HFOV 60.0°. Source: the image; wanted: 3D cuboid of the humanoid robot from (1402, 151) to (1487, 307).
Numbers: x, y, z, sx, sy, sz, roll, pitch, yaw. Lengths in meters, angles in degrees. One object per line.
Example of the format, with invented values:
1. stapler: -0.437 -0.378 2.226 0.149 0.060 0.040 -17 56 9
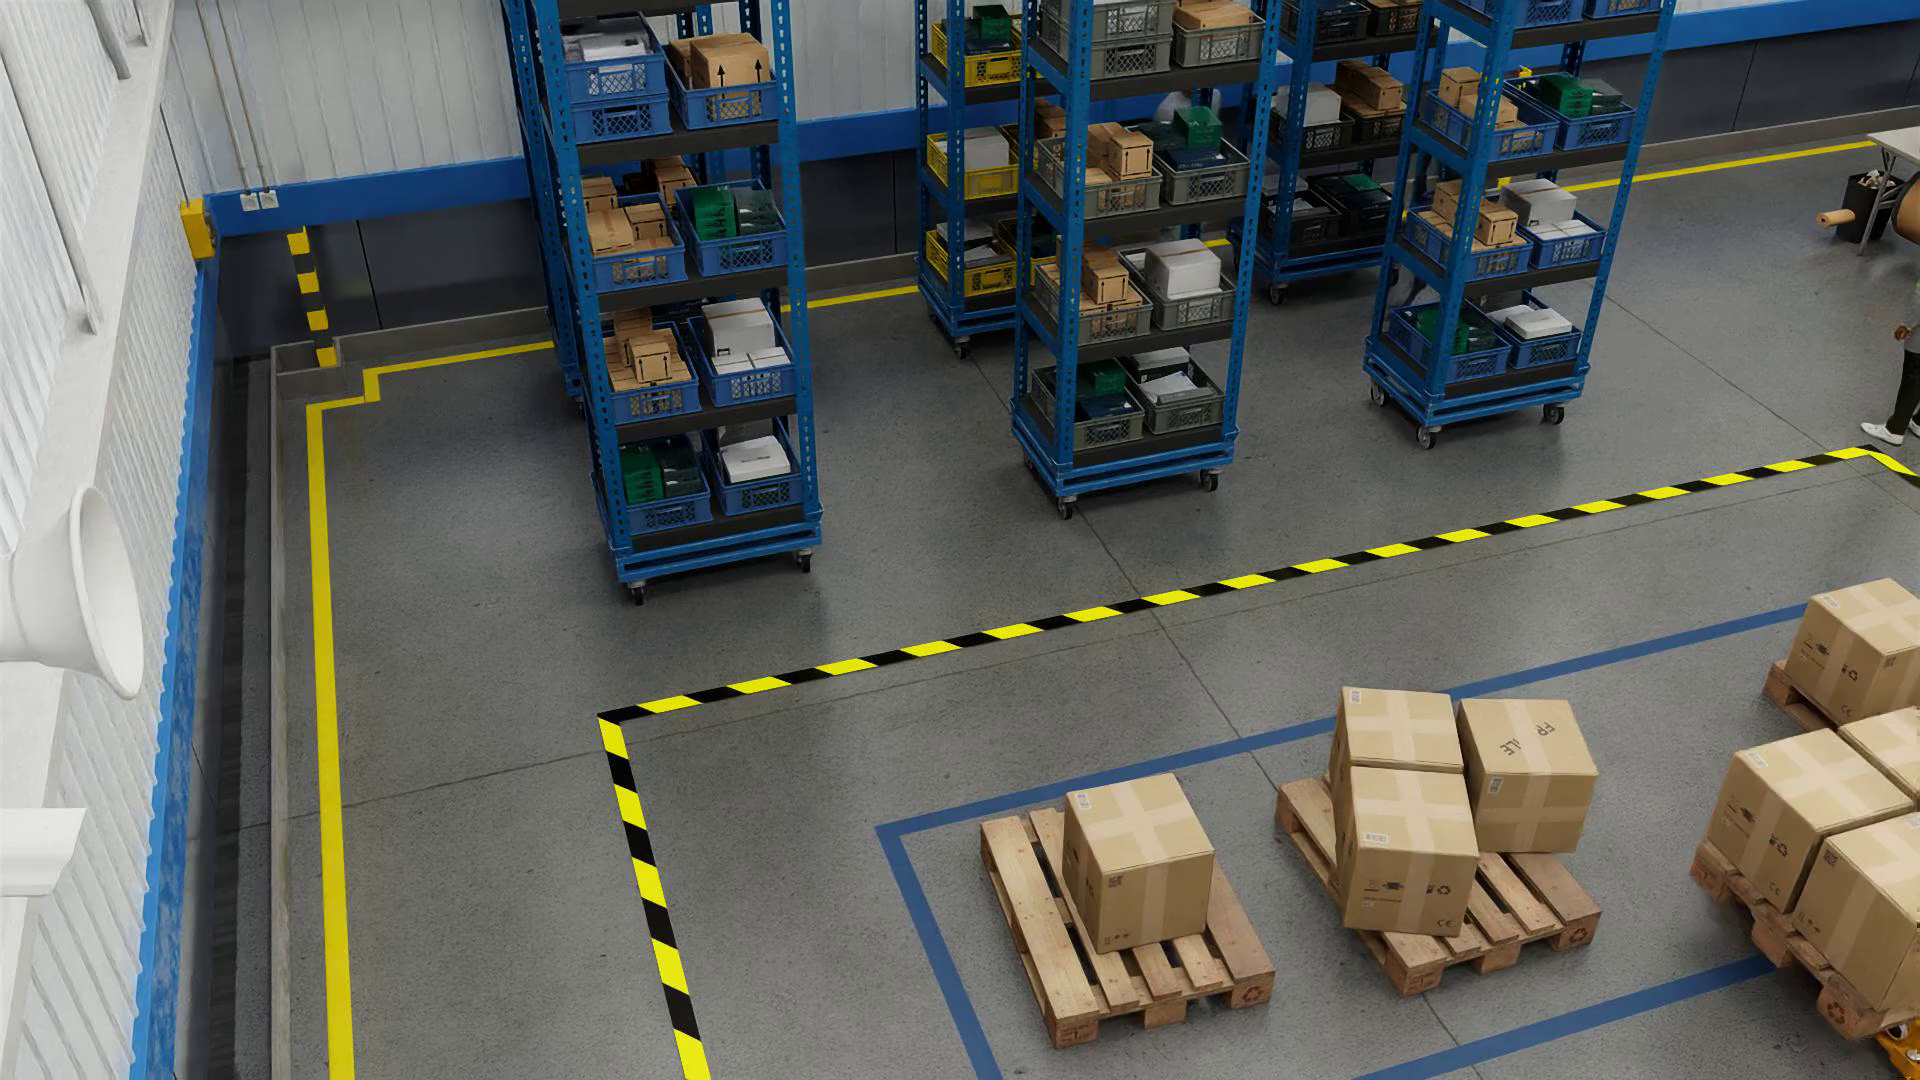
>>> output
1. humanoid robot: 3.572 -2.374 12.236 0.520 1.636 0.616 -29 44 -34

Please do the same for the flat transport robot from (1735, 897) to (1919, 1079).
1. flat transport robot: 4.095 1.795 7.487 0.652 0.197 1.431 -11 37 -15

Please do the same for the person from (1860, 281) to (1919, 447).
1. person: 6.331 -1.473 10.775 0.587 1.846 0.406 -10 37 -14

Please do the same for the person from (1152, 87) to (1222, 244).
1. person: 1.686 -2.692 12.437 0.632 1.929 0.387 -24 42 -30
